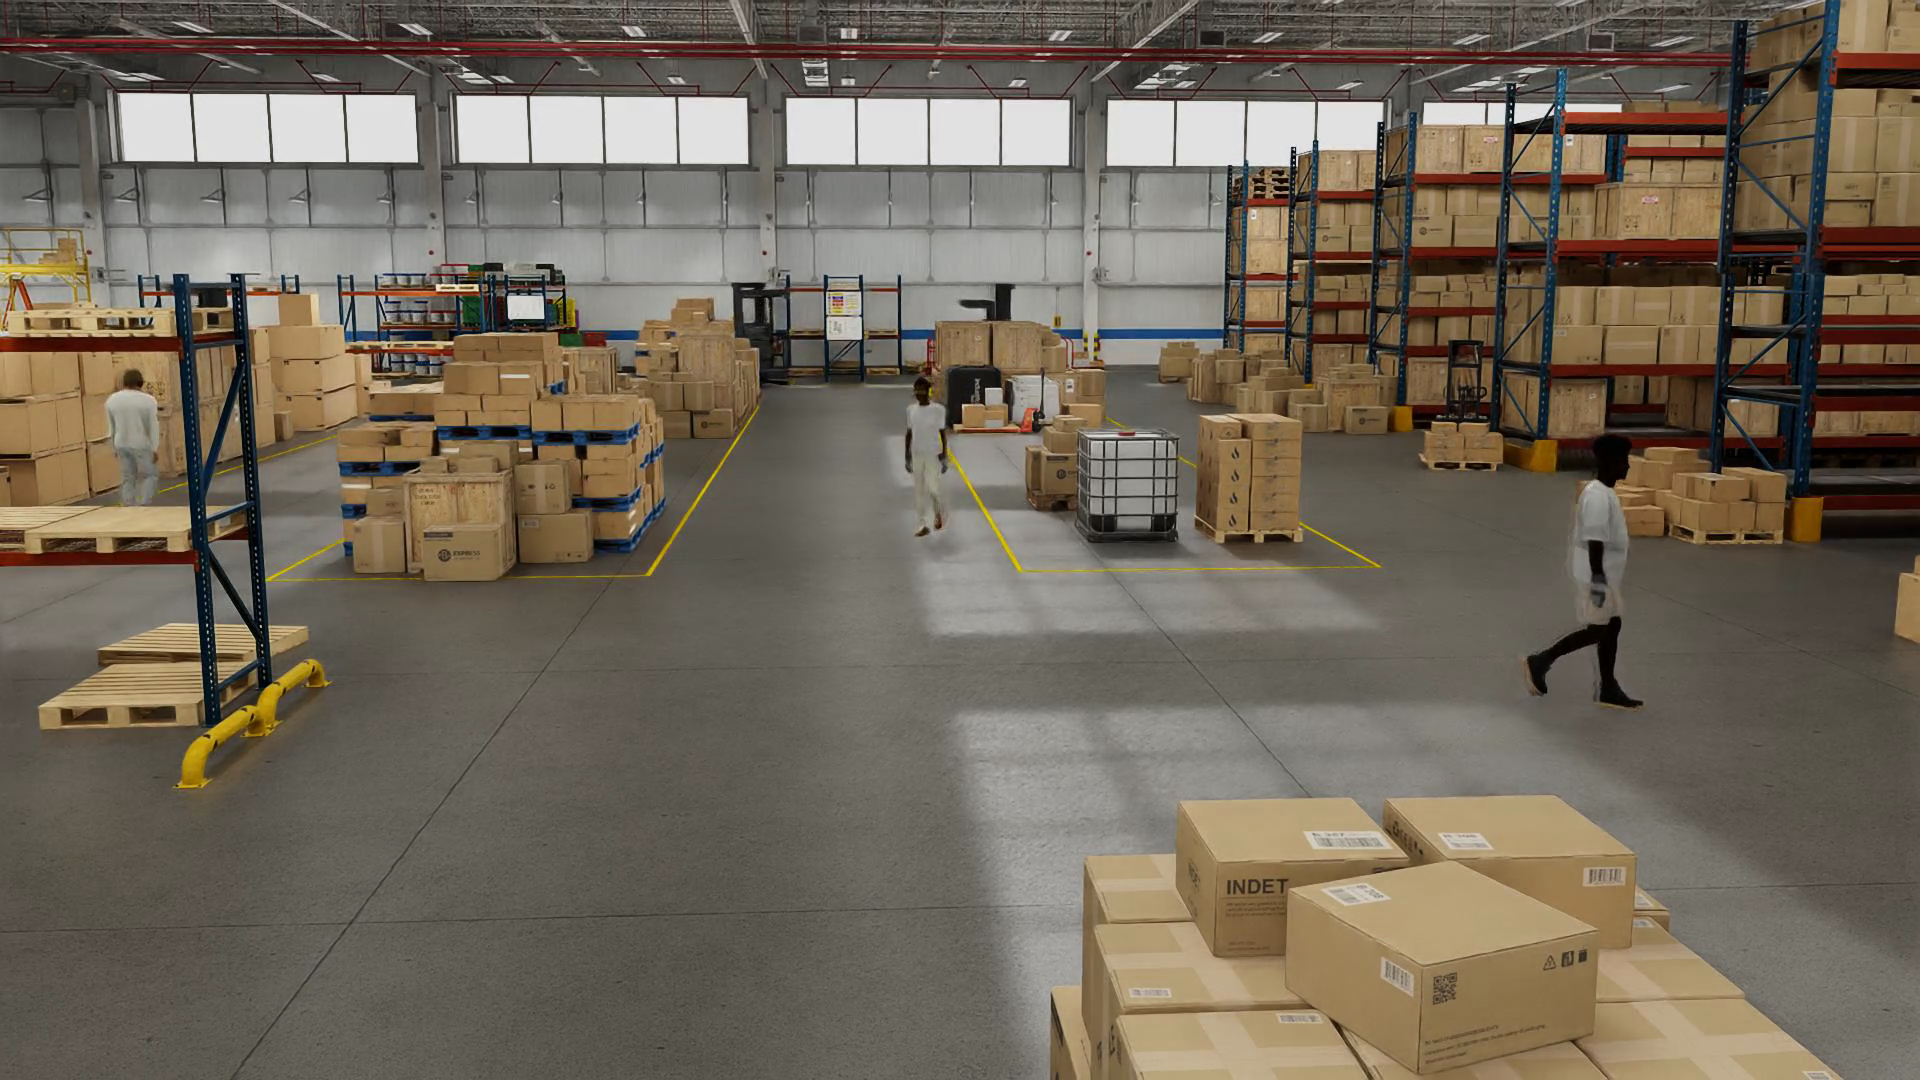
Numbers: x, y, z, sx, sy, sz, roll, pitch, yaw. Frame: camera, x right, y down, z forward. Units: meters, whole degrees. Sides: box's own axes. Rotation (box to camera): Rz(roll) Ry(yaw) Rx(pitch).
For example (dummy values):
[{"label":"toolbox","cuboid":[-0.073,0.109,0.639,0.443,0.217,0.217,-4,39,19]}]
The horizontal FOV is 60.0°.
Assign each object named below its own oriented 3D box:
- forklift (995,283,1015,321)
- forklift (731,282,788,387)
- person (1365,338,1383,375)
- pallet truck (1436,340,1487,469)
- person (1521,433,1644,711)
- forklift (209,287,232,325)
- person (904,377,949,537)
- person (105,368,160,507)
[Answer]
[{"label":"forklift","cuboid":[1.045,-4.726,39.703,1.873,2.768,1.129,-1,9,-4]},{"label":"forklift","cuboid":[-5.732,-5.596,45.166,1.873,2.768,1.129,8,12,42]},{"label":"person","cuboid":[9.314,-3.743,37.411,0.310,1.642,0.514,-6,11,-35]},{"label":"pallet truck","cuboid":[8.004,-2.170,26.422,0.823,1.965,1.885,2,9,14]},{"label":"person","cuboid":[4.395,0.217,11.583,0.732,1.950,0.618,5,10,30]},{"label":"forklift","cuboid":[-16.849,-4.453,37.988,1.873,2.768,1.129,-5,10,-30]},{"label":"person","cuboid":[-0.402,-0.961,19.251,0.552,1.860,0.432,3,10,18]},{"label":"person","cuboid":[-9.868,-1.091,19.898,0.643,1.920,0.457,0,9,0]}]
